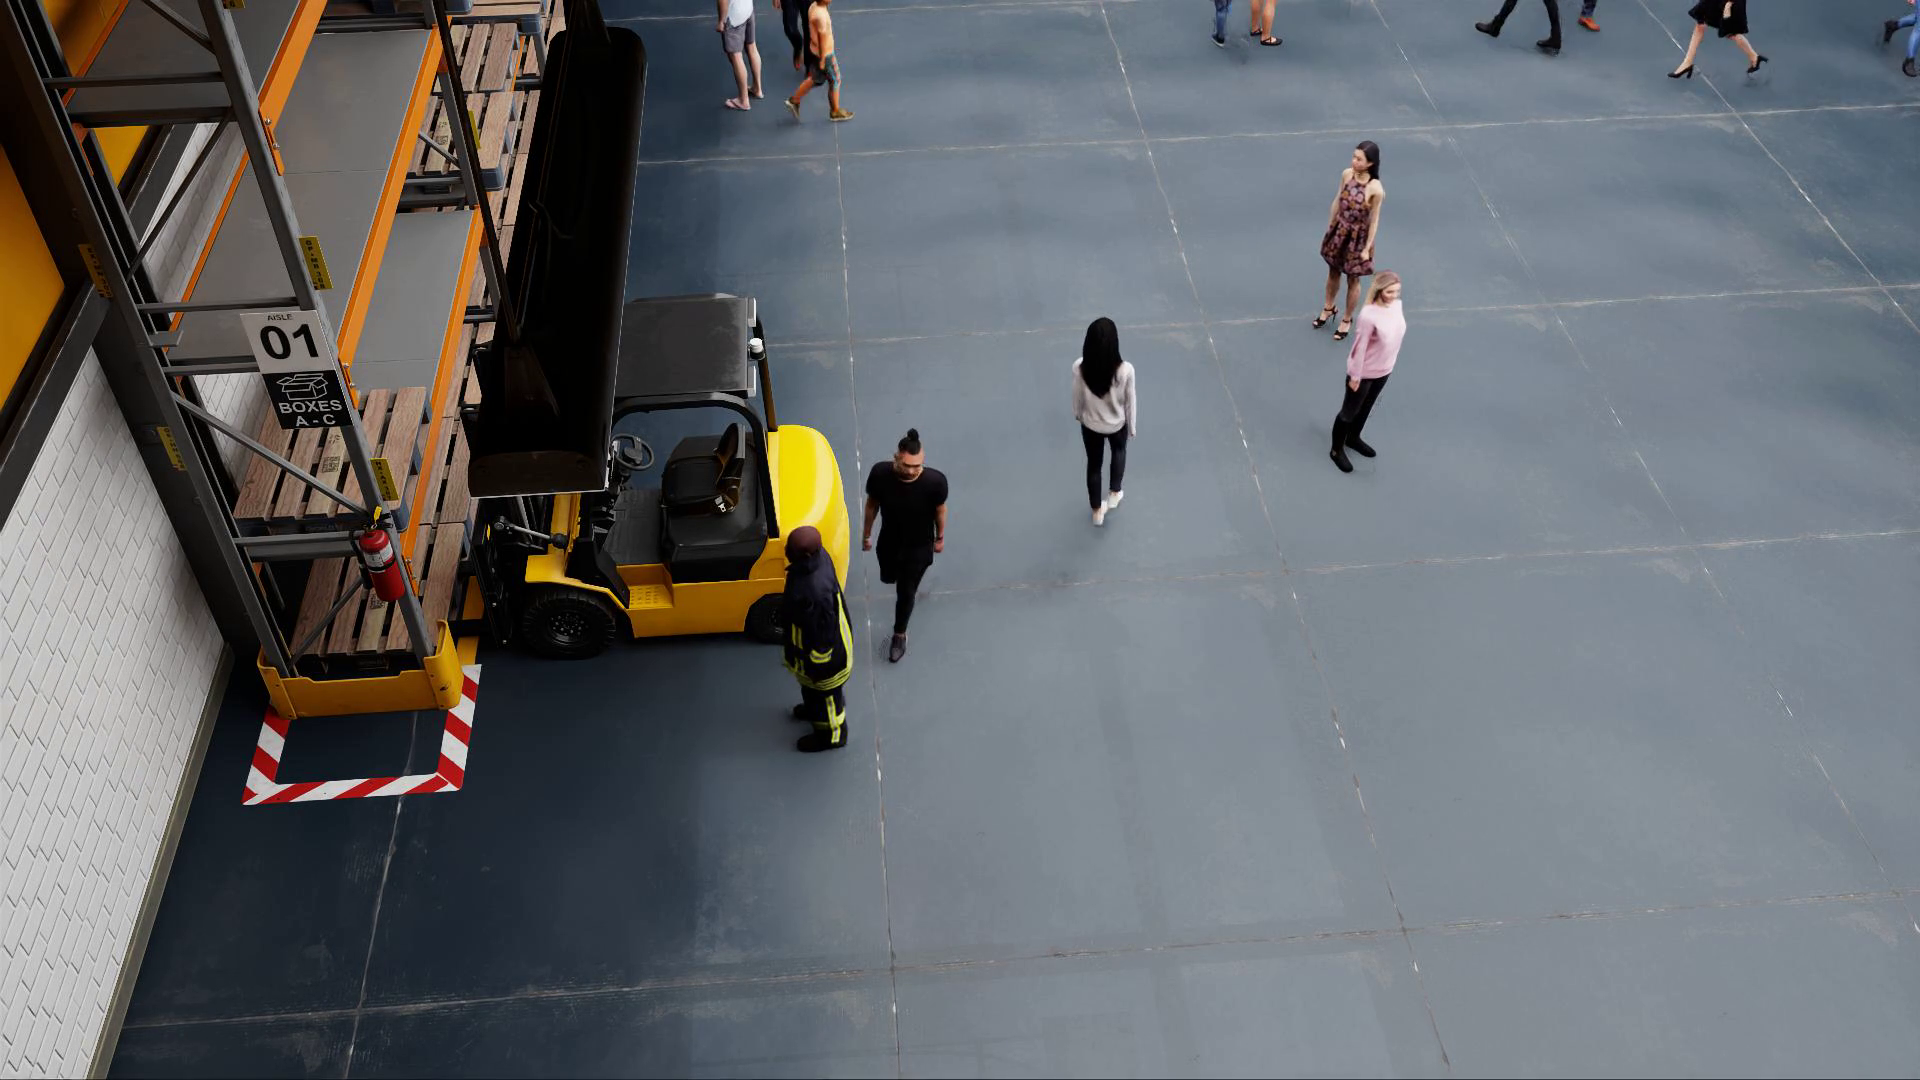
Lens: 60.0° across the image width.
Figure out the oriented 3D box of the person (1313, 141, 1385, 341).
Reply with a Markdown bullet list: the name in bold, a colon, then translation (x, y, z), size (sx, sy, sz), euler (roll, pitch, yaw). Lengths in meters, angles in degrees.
- **person**: translation (3.143, -2.403, 13.360), size (0.864, 1.776, 0.785), euler (-31, 52, -29)

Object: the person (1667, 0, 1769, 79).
- **person**: translation (7.676, -5.302, 16.454), size (0.779, 1.705, 1.112), euler (5, 44, 5)

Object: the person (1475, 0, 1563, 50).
- **person**: translation (6.018, -5.841, 16.978), size (1.179, 1.763, 1.134), euler (28, 50, 26)

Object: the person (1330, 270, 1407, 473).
- **person**: translation (3.006, -1.275, 12.240), size (0.687, 1.687, 0.710), euler (-29, 51, -27)

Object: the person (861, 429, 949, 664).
- **person**: translation (-0.350, -0.080, 10.873), size (0.925, 1.843, 1.149), euler (12, 45, 13)

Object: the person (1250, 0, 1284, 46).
- **person**: translation (3.226, -5.963, 17.171), size (0.686, 1.673, 0.571), euler (-13, 45, -13)

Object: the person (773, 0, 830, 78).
- **person**: translation (-1.626, -5.454, 16.561), size (0.719, 1.778, 0.725), euler (-8, 44, -8)

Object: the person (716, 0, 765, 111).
- **person**: translation (-2.160, -5.085, 16.136), size (0.800, 1.830, 0.688), euler (21, 48, 21)

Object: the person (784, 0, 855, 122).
- **person**: translation (-1.394, -4.677, 15.990), size (0.743, 1.441, 0.883), euler (-17, 46, -17)

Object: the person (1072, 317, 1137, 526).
- **person**: translation (0.981, -0.769, 11.714), size (0.717, 1.680, 0.715), euler (10, 45, 10)

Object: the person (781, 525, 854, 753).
- **person**: translation (-0.868, 0.571, 10.206), size (0.804, 1.819, 0.629), euler (-5, 44, -5)
